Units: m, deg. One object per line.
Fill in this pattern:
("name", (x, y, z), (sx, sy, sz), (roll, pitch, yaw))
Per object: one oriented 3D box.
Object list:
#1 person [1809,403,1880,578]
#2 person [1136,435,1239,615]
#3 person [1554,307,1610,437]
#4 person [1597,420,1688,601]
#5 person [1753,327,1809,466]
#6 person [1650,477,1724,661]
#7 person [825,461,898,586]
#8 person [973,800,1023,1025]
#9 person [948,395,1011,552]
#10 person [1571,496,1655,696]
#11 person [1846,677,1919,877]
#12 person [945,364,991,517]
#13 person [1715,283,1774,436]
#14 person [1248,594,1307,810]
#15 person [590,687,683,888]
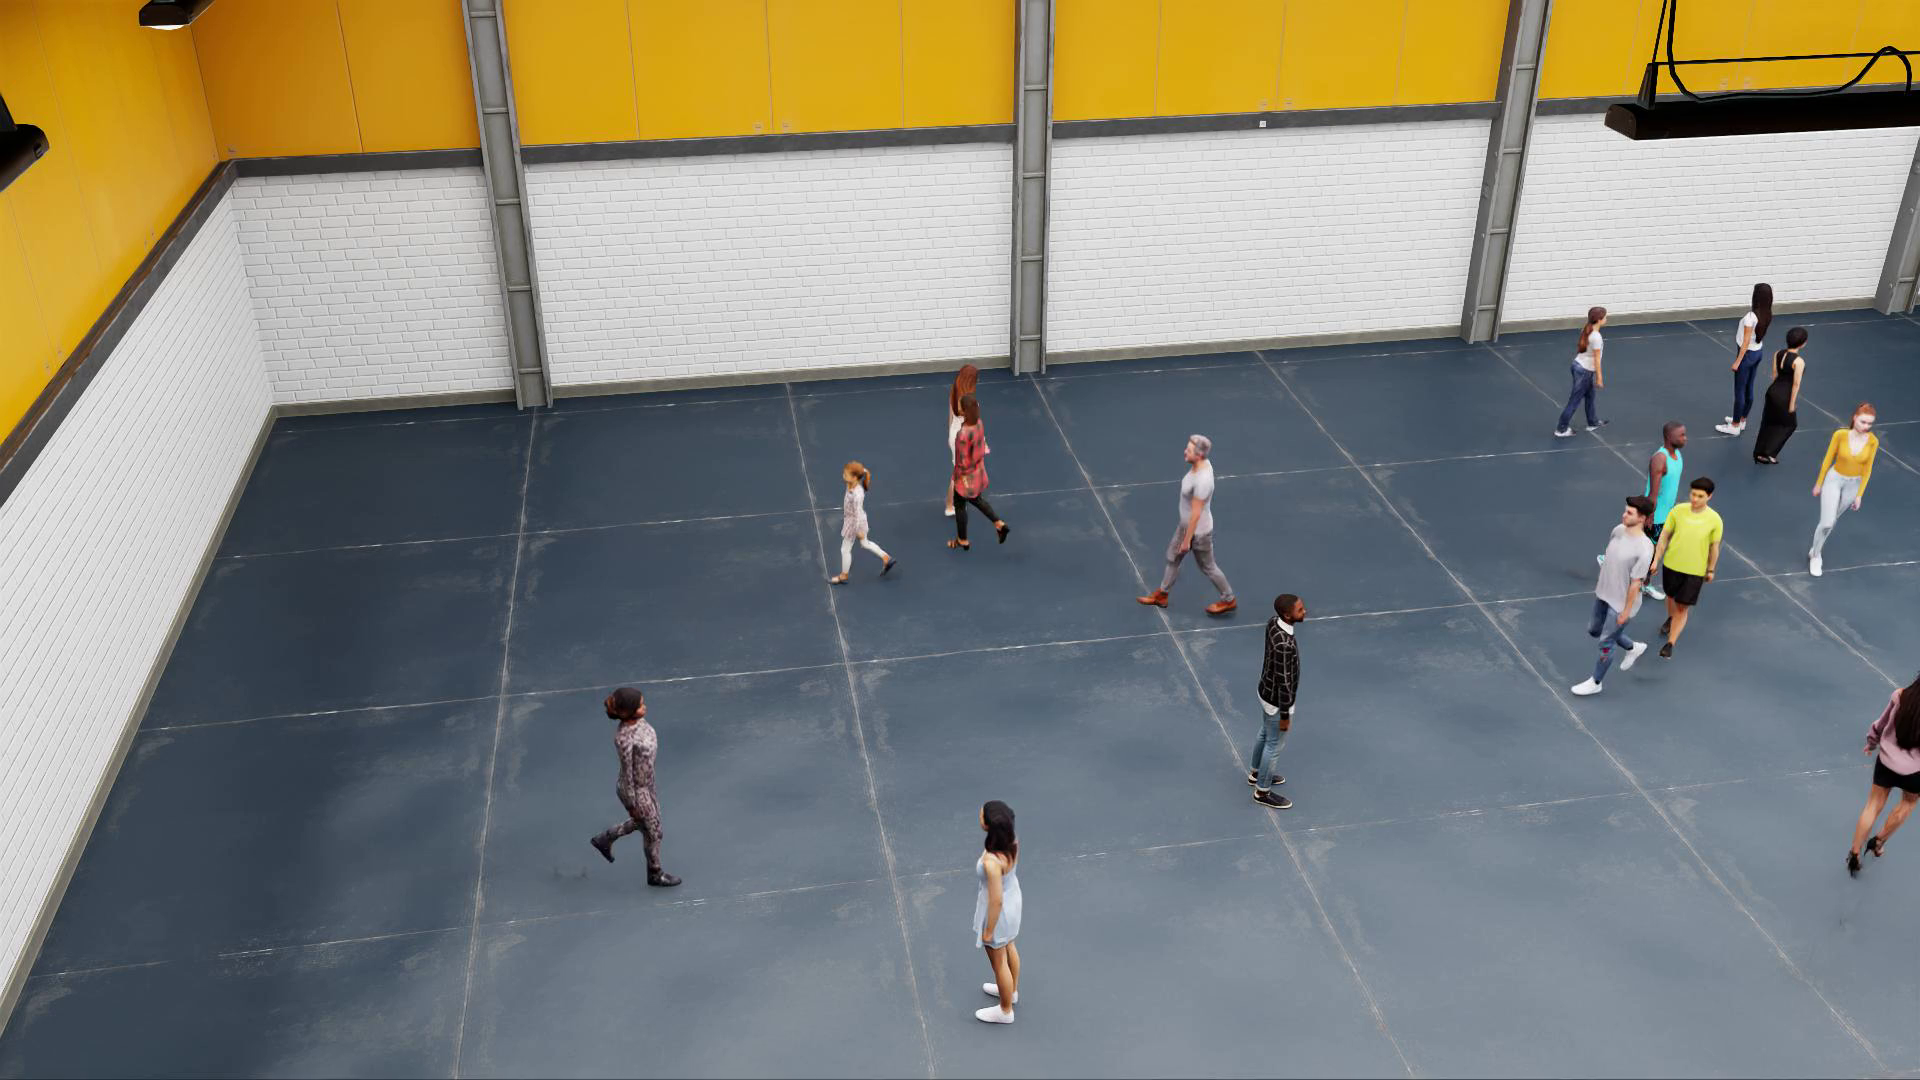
("person", (8.488, -0.544, 16.048), (0.810, 1.729, 0.794), (6, 29, 11))
("person", (2.249, -0.090, 15.156), (1.239, 1.786, 0.884), (2, 29, 4))
("person", (6.950, -1.881, 18.696), (0.906, 1.539, 0.609), (-2, 29, -3))
("person", (6.413, -0.298, 15.527), (0.955, 1.796, 0.933), (24, 36, 36))
("person", (8.808, -1.517, 17.977), (0.603, 1.589, 0.638), (-8, 30, -15))
("person", (6.458, 0.188, 14.777), (1.075, 1.659, 1.167), (21, 35, 33))
("person", (-0.924, -0.166, 15.812), (0.921, 1.290, 0.556), (-4, 29, -6))
("person", (0.255, 2.377, 10.691), (0.670, 1.729, 0.668), (8, 30, 14))
("person", (0.168, -0.623, 16.236), (1.002, 1.685, 0.897), (13, 31, 22))
("person", (5.633, 0.475, 14.034), (0.974, 1.868, 0.709), (-6, 29, -11))
("person", (6.696, 1.688, 11.897), (0.860, 1.784, 0.859), (-20, 34, -32))
("person", (-0.044, -0.973, 16.882), (0.730, 1.683, 0.681), (-17, 33, -28))
("person", (8.904, -2.046, 18.751), (0.616, 1.775, 0.727), (-21, 35, -34))
("person", (2.423, 1.197, 12.760), (0.618, 1.821, 0.713), (1, 29, 1))
("person", (-2.370, 1.774, 11.830), (0.978, 1.697, 0.752), (5, 29, 8))
